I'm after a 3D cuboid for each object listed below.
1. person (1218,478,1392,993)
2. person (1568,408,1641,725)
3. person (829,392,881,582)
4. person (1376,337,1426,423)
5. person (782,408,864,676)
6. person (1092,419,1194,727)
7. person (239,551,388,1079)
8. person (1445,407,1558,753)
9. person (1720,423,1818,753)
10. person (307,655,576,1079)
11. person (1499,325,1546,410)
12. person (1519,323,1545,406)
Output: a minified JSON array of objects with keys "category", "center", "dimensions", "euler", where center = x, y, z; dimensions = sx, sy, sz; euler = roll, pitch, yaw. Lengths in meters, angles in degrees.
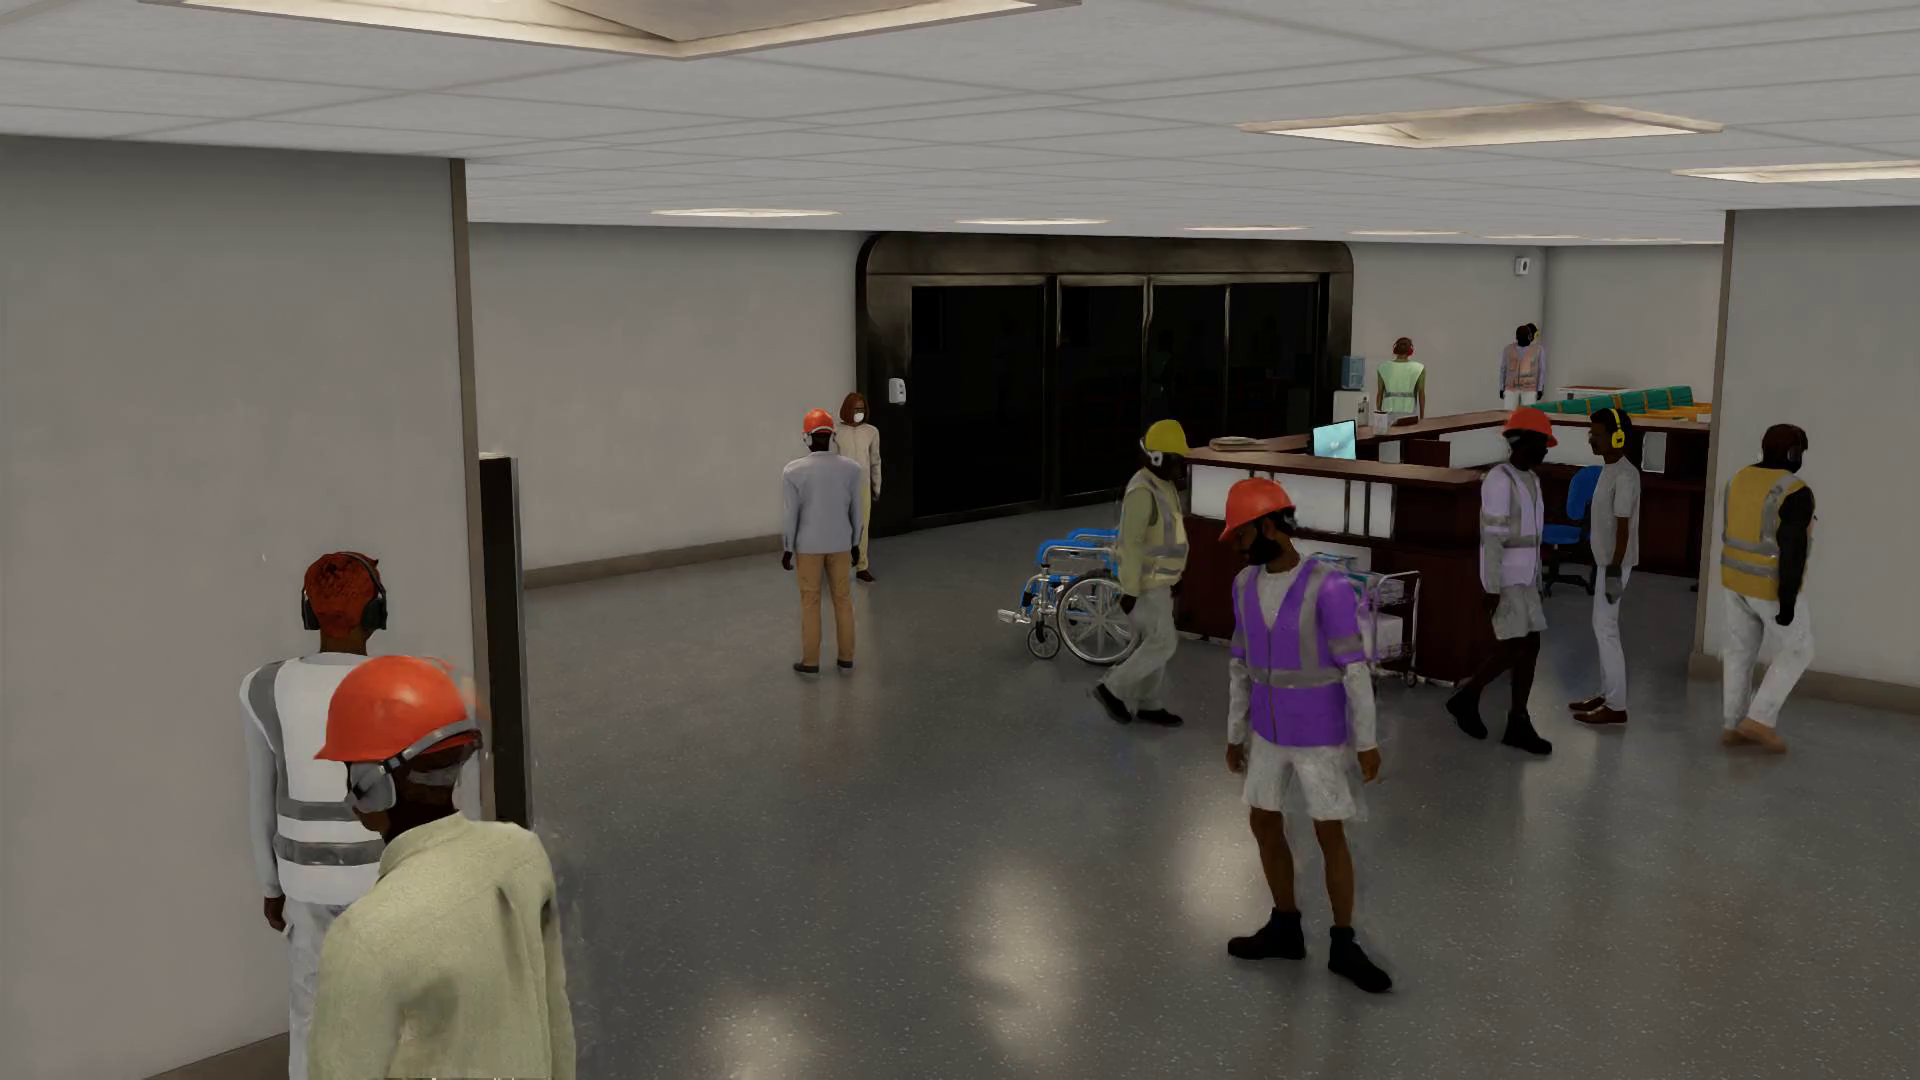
[{"category":"person","center":[1.291,0.727,6.159],"dimensions":[0.399,1.892,0.733],"euler":[-8,12,-42]},{"category":"person","center":[3.795,0.154,9.733],"dimensions":[0.317,1.860,0.524],"euler":[2,10,14]},{"category":"person","center":[-0.901,-0.435,14.063],"dimensions":[0.505,1.627,0.286],"euler":[-4,10,-26]},{"category":"person","center":[5.276,-1.505,19.938],"dimensions":[0.570,1.843,0.372],"euler":[3,10,18]},{"category":"person","center":[-0.913,0.010,10.928],"dimensions":[0.572,1.746,0.347],"euler":[-5,10,-26]},{"category":"person","center":[1.098,0.207,9.536],"dimensions":[0.463,1.812,0.616],"euler":[3,10,16]},{"category":"person","center":[-1.718,0.964,4.718],"dimensions":[0.568,1.878,0.351],"euler":[0,9,0]},{"category":"person","center":[3.087,0.222,9.206],"dimensions":[0.578,1.889,0.510],"euler":[-9,13,-43]},{"category":"person","center":[4.433,0.265,9.168],"dimensions":[0.432,1.815,0.635],"euler":[-3,10,-16]},{"category":"person","center":[-1.025,1.184,3.091],"dimensions":[0.766,1.956,0.608],"euler":[1,9,8]},{"category":"person","center":[8.161,-2.198,24.200],"dimensions":[0.633,1.841,0.429],"euler":[5,11,30]},{"category":"person","center":[8.397,-2.284,24.688],"dimensions":[0.515,1.860,0.349],"euler":[4,10,23]}]
